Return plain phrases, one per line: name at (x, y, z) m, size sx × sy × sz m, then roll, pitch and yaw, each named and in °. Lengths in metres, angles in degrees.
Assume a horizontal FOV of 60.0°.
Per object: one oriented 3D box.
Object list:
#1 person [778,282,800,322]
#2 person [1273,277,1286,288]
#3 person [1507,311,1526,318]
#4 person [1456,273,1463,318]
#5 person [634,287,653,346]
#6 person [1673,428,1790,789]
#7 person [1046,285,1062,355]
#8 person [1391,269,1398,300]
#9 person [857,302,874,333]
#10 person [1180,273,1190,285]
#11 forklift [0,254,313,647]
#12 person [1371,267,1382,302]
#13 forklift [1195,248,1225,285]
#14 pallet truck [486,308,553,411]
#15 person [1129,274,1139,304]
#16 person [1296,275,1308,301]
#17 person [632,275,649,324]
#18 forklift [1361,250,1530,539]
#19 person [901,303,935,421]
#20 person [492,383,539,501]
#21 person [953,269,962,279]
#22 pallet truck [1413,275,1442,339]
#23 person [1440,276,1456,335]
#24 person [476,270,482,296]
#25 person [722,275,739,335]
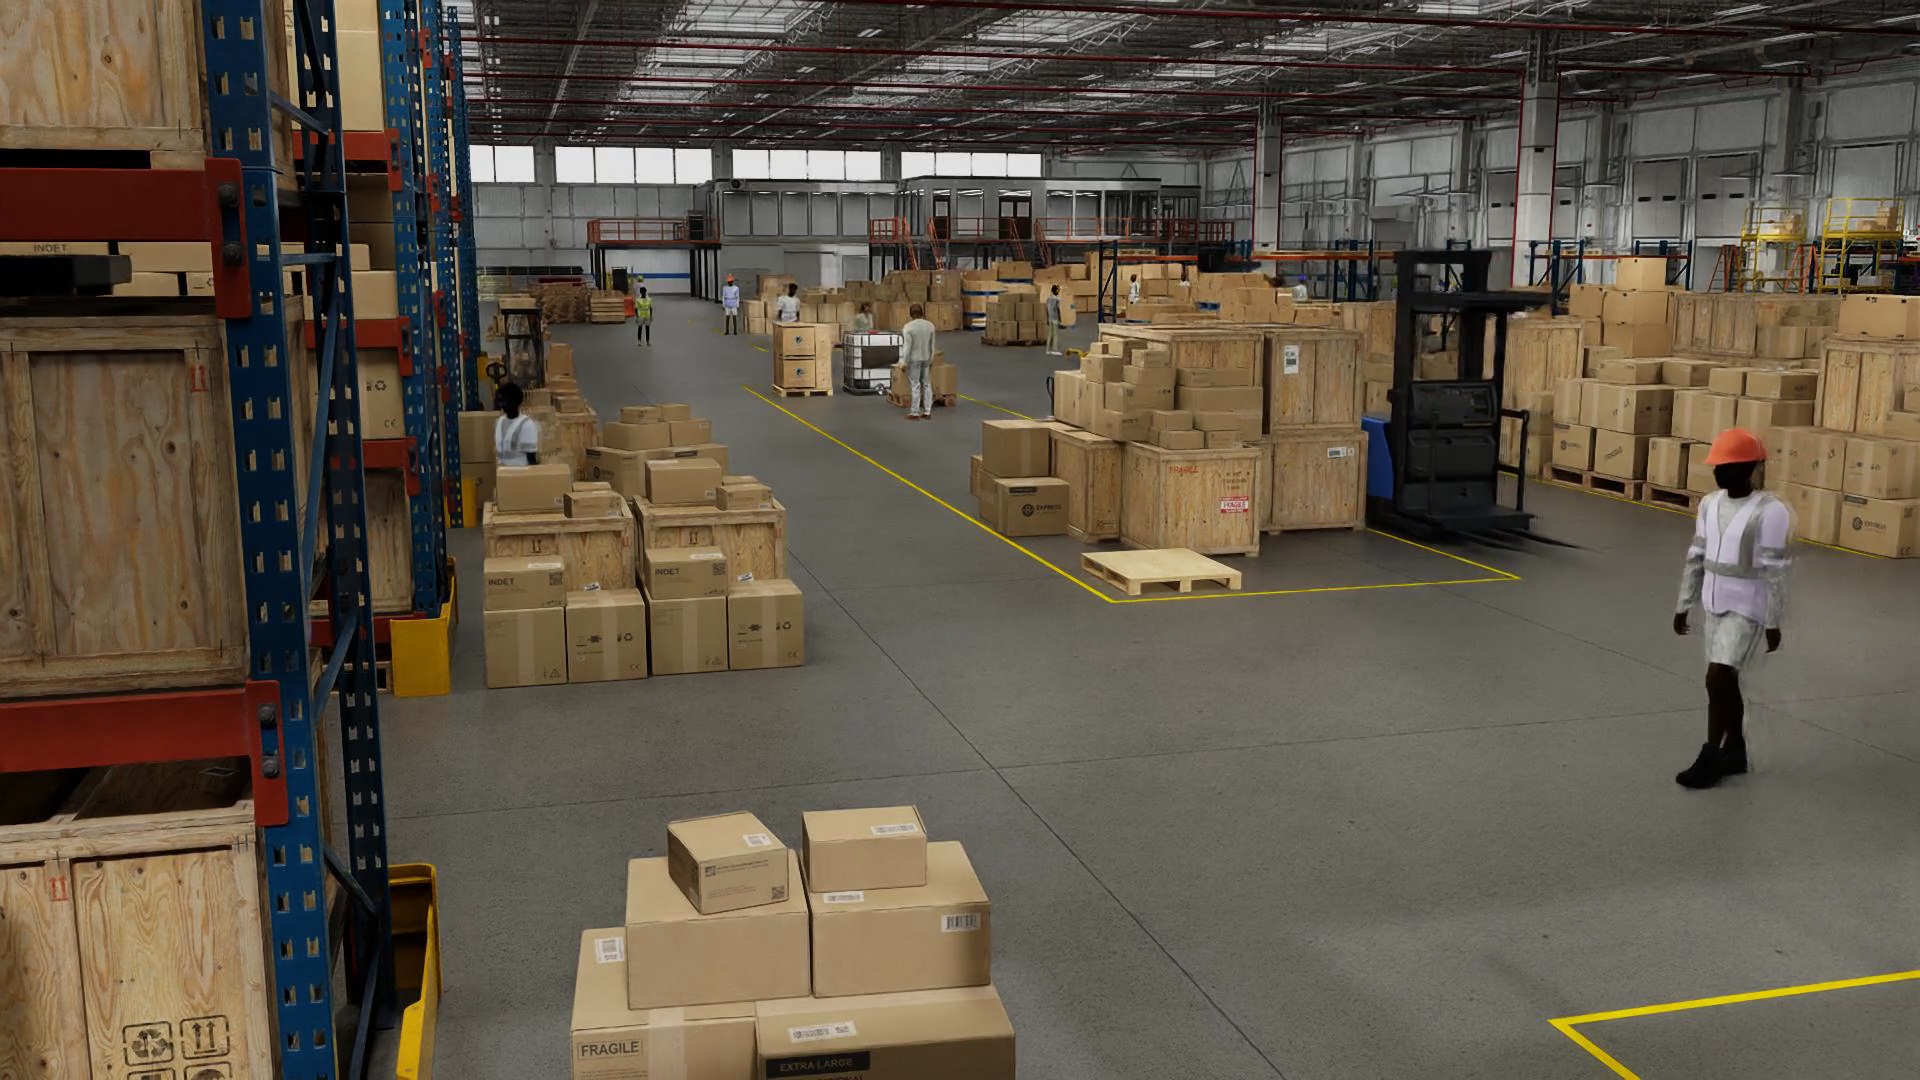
person at (-4.489, -5.755, 43.433) m, size 0.648 × 1.934 × 0.592 m, roll -4°, pitch 11°, yaw -22°
person at (9.339, -6.712, 48.554) m, size 0.968 × 2.000 × 0.688 m, roll 2°, pitch 10°, yaw 13°
person at (11.312, -4.029, 34.019) m, size 0.839 × 1.812 × 0.634 m, roll -5°, pitch 11°, yaw -25°
person at (20.259, -9.857, 67.025) m, size 0.536 × 1.822 × 0.960 m, roll 2°, pitch 10°, yaw 13°
person at (-9.146, -6.461, 48.110) m, size 0.541 × 1.696 × 0.315 m, roll -5°, pitch 11°, yaw -28°
person at (4.015, 0.366, 8.844) m, size 0.738 × 1.909 × 0.569 m, roll -3°, pitch 11°, yaw -17°
person at (2.493, -5.828, 44.078) m, size 0.324 × 1.857 × 0.530 m, roll -9°, pitch 13°, yaw -41°
person at (20.376, -11.715, 77.450) m, size 0.627 × 1.844 × 0.429 m, roll 4°, pitch 11°, yaw 24°
person at (-2.070, -4.490, 37.156) m, size 0.503 × 1.621 × 0.538 m, roll 9°, pitch 14°, yaw 42°
person at (8.408, -9.064, 62.363) m, size 0.353 × 1.877 × 0.573 m, roll -5°, pitch 11°, yaw -28°
forklift at (-4.164, 0.041, 7.939) m, size 1.873 × 2.768 × 1.129 m, roll -3°, pitch 10°, yaw -15°
person at (19.962, -12.112, 79.514) m, size 0.621 × 1.900 × 0.660 m, roll -6°, pitch 12°, yaw -32°
forklift at (5.648, -5.241, 37.851) m, size 1.873 × 2.768 × 1.129 m, roll -3°, pitch 10°, yaw -15°
pallet truck at (-6.242, -2.418, 24.362) m, size 0.823 × 1.965 × 1.885 m, roll 1°, pitch 10°, yaw 3°
person at (6.258, -8.628, 59.855) m, size 0.339 × 1.881 × 0.601 m, roll 4°, pitch 11°, yaw 19°
person at (11.492, -8.006, 56.251) m, size 0.905 × 1.920 × 0.615 m, roll 7°, pitch 12°, yaw 35°
person at (-11.839, -8.916, 61.674) m, size 0.614 × 1.816 × 0.521 m, roll 0°, pitch 10°, yaw -2°
forklift at (4.828, -1.541, 16.901) m, size 1.129 × 2.768 × 1.873 m, roll -3°, pitch 10°, yaw -15°
person at (-0.695, -2.928, 27.436) m, size 0.627 × 1.934 × 0.371 m, roll -8°, pitch 13°, yaw -38°
person at (-3.953, -0.582, 14.964) m, size 0.536 × 1.687 × 0.746 m, roll 7°, pitch 12°, yaw 34°
person at (-0.225, -11.048, 73.447) m, size 0.644 × 1.912 × 0.569 m, roll -9°, pitch 14°, yaw -43°
pallet truck at (14.620, -7.324, 52.145) m, size 0.823 × 1.965 × 1.885 m, roll 8°, pitch 13°, yaw 40°
person at (15.832, -7.634, 54.130) m, size 0.392 × 1.922 × 0.585 m, roll -9°, pitch 13°, yaw -41°
person at (-23.459, -12.241, 80.822) m, size 0.542 × 1.697 × 0.524 m, roll -6°, pitch 12°, yaw -30°
person at (-7.437, -7.616, 53.967) m, size 0.553 × 1.935 × 0.362 m, roll 0°, pitch 10°, yaw -1°
